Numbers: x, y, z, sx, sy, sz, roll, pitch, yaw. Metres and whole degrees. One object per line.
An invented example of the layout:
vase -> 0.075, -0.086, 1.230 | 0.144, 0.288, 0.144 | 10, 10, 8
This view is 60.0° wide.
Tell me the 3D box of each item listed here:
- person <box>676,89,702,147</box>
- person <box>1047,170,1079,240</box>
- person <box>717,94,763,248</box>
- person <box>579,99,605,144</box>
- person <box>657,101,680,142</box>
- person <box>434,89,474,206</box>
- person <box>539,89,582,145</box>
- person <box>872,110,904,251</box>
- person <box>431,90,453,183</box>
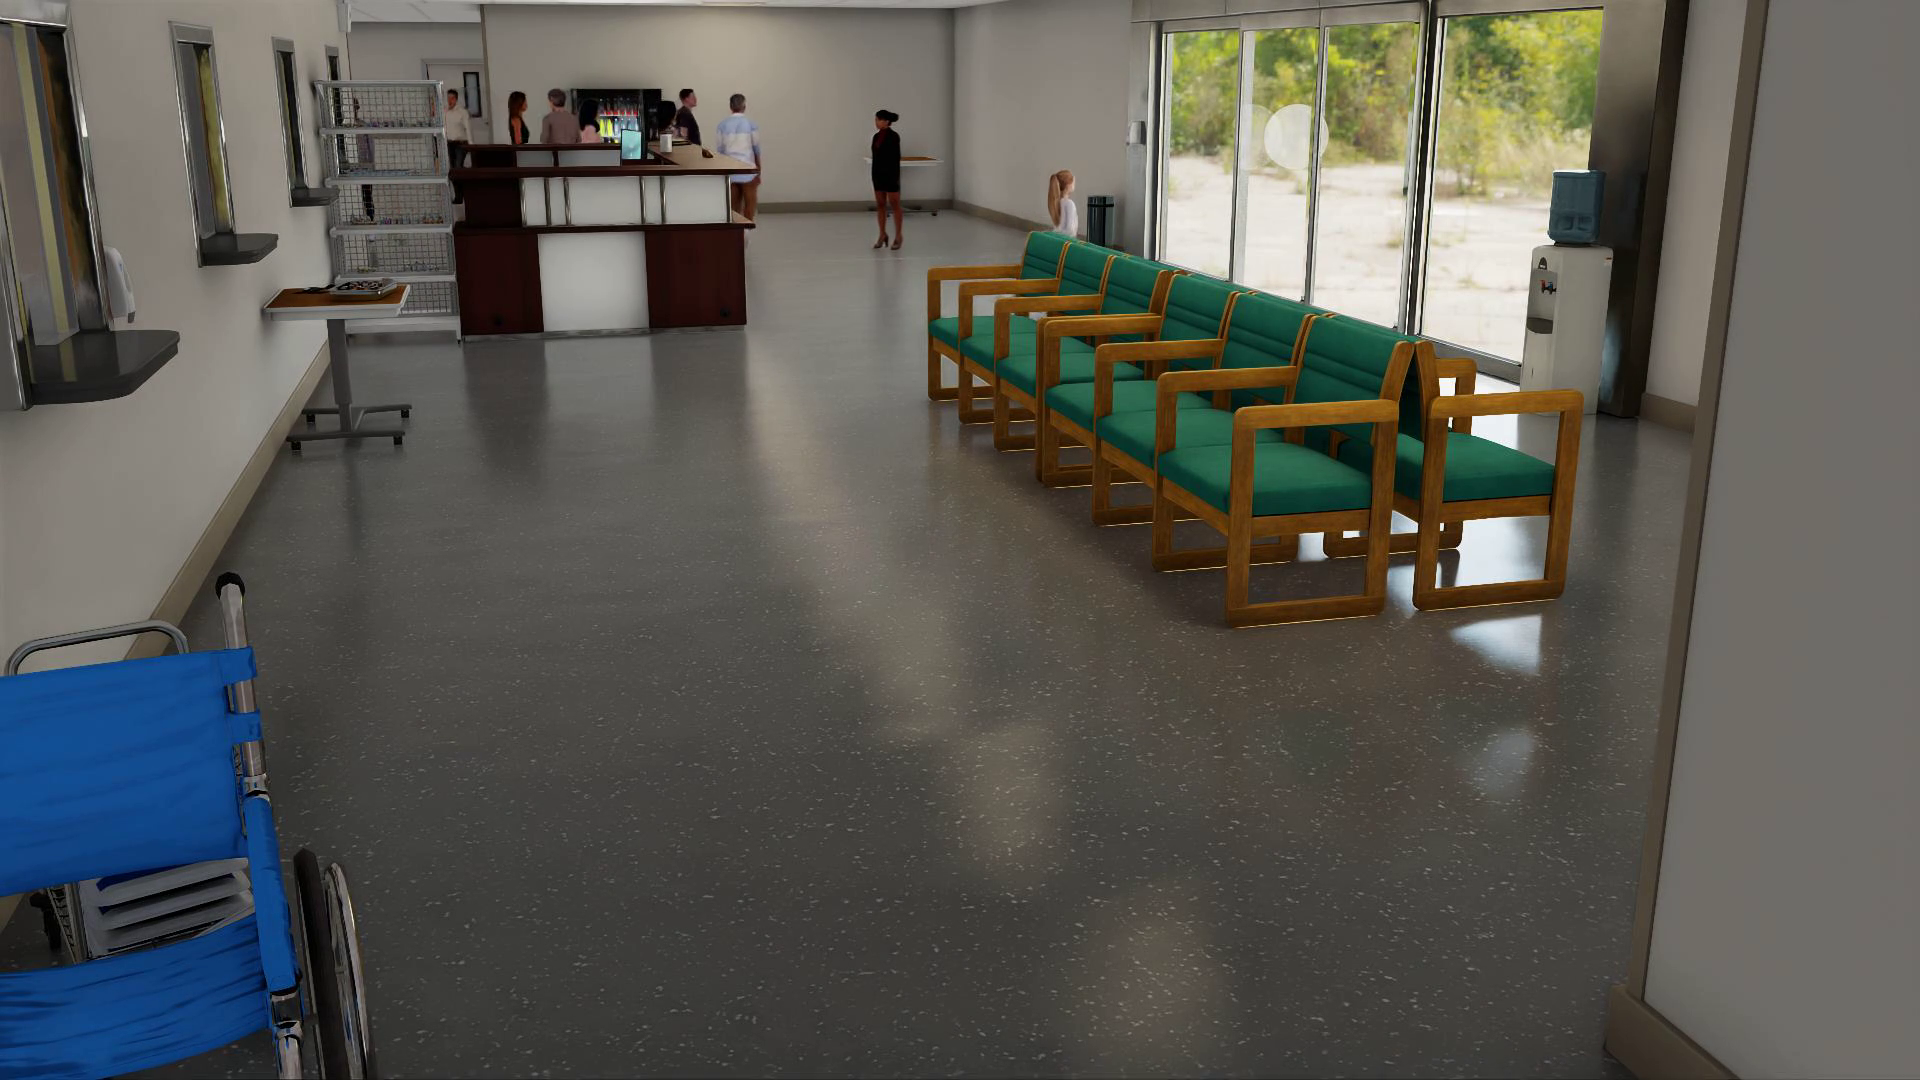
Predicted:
person -> -3.903, -5.389, 23.393 | 1.015, 1.823, 0.836 | -2, 16, -7
person -> 0.829, -2.480, 14.093 | 0.616, 1.270, 0.575 | -10, 19, -32
person -> -2.611, -4.349, 19.734 | 0.978, 1.808, 0.938 | 1, 16, 2
person -> -4.493, -4.391, 20.007 | 1.110, 1.740, 0.733 | -6, 17, -22
person -> -3.543, -4.412, 20.114 | 0.863, 1.722, 0.753 | -12, 20, -36
person -> -7.991, -6.259, 26.535 | 0.791, 1.792, 0.936 | 4, 16, 14
person -> -4.870, -4.621, 20.631 | 0.861, 1.844, 0.913 | -15, 21, -42
person -> -0.875, -4.299, 19.872 | 0.683, 1.635, 0.733 | 13, 20, 38
person -> -10.061, -7.845, 32.172 | 0.679, 1.787, 0.692 | 14, 21, 40
